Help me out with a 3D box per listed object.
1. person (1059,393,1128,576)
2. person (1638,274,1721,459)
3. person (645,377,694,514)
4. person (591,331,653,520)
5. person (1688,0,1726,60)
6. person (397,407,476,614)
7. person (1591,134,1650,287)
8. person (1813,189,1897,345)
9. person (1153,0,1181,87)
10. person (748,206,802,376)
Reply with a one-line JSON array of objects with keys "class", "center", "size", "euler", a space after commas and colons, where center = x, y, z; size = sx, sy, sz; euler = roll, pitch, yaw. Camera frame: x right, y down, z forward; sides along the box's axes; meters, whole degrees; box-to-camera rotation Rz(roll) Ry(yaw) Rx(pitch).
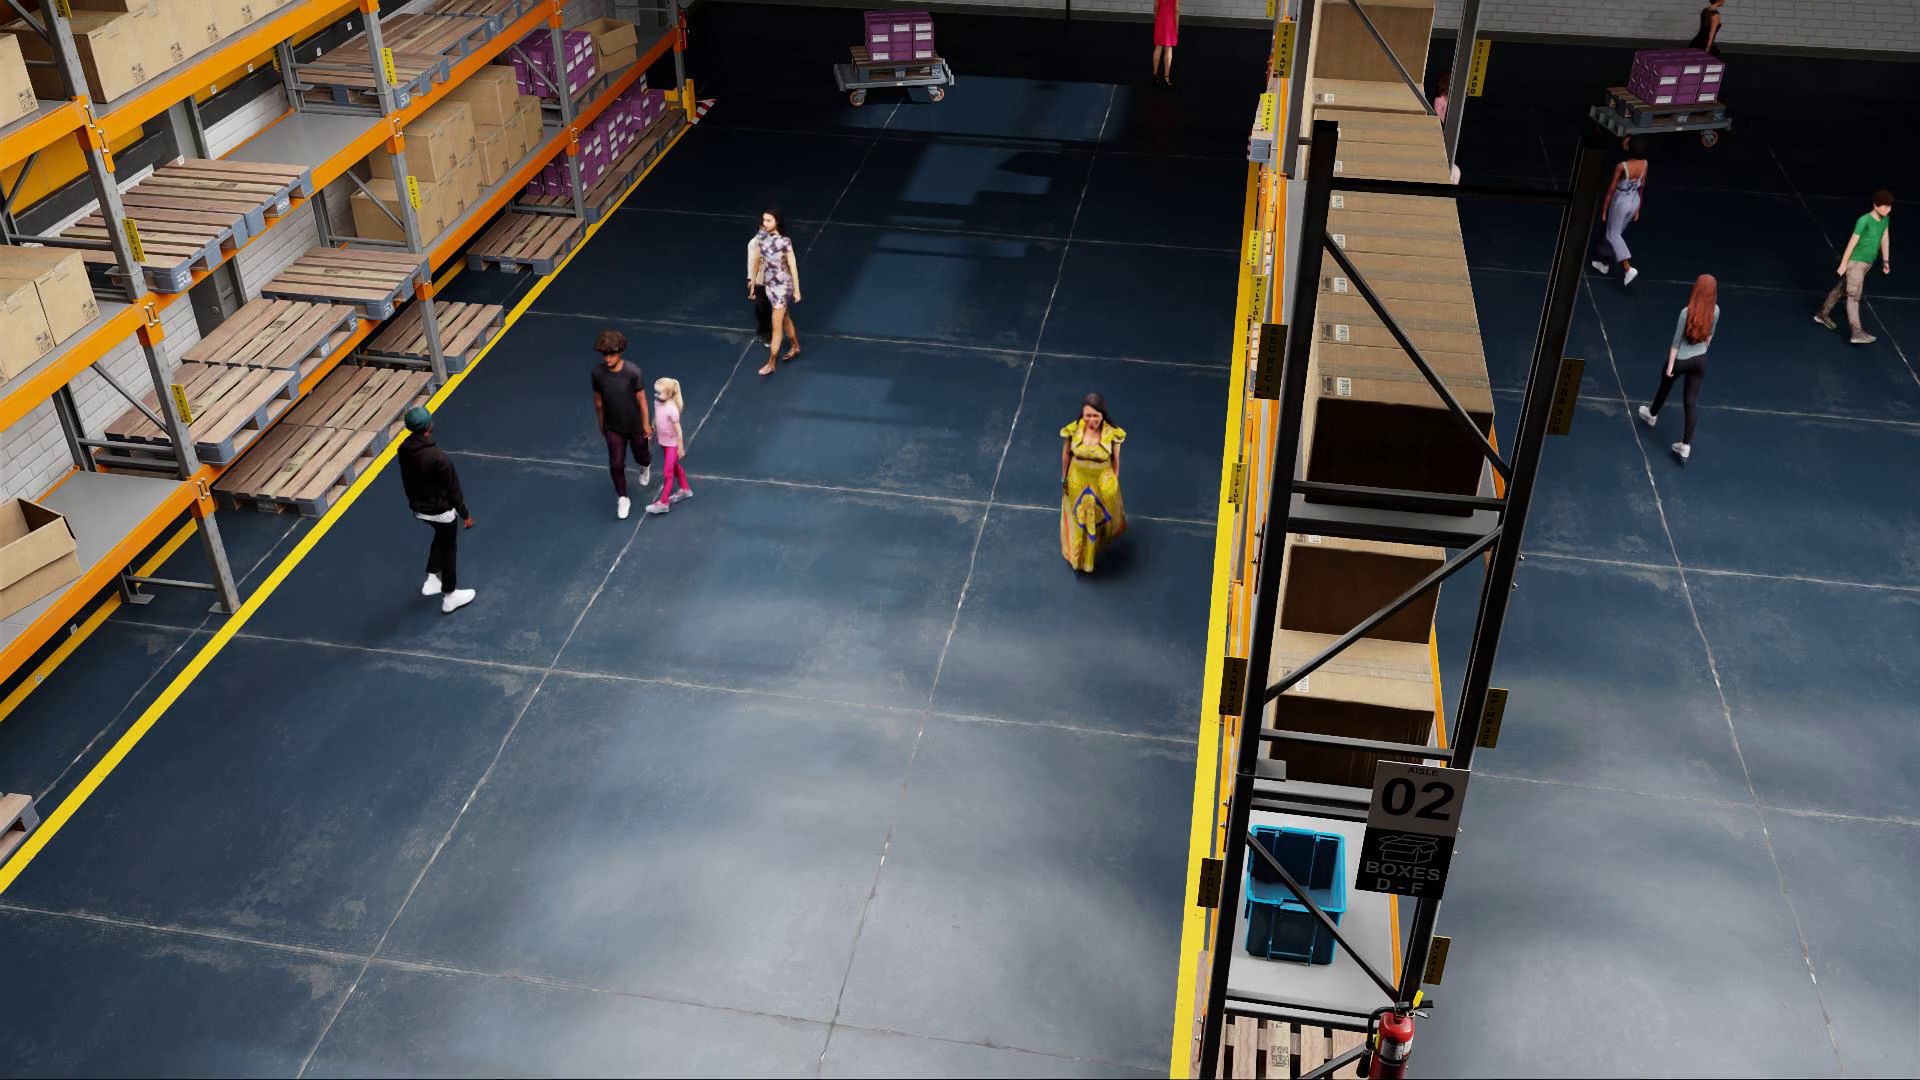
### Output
[{"class": "person", "center": [1.092, -0.516, 13.795], "size": [0.778, 1.648, 0.958], "euler": [3, 34, 5]}, {"class": "person", "center": [6.744, -1.573, 15.344], "size": [0.840, 1.693, 1.235], "euler": [-4, 34, -6]}, {"class": "person", "center": [-2.526, -0.888, 14.709], "size": [0.818, 1.256, 0.749], "euler": [-23, 40, -30]}, {"class": "person", "center": [-2.923, -1.079, 14.545], "size": [0.751, 1.756, 0.982], "euler": [2, 34, 3]}, {"class": "person", "center": [10.376, -6.913, 23.408], "size": [0.754, 1.661, 0.713], "euler": [-8, 34, -12]}, {"class": "person", "center": [-4.226, -0.201, 13.179], "size": [0.795, 1.805, 0.813], "euler": [21, 39, 29]}, {"class": "person", "center": [7.418, -3.636, 18.467], "size": [0.900, 1.672, 1.125], "euler": [-11, 35, -15]}, {"class": "person", "center": [9.362, -2.936, 17.464], "size": [1.000, 1.617, 1.132], "euler": [-17, 37, -23]}, {"class": "person", "center": [2.992, -7.510, 24.246], "size": [0.659, 1.727, 0.676], "euler": [23, 40, 30]}, {"class": "person", "center": [-1.784, -2.577, 16.846], "size": [0.878, 1.703, 1.073], "euler": [20, 38, 27]}]
